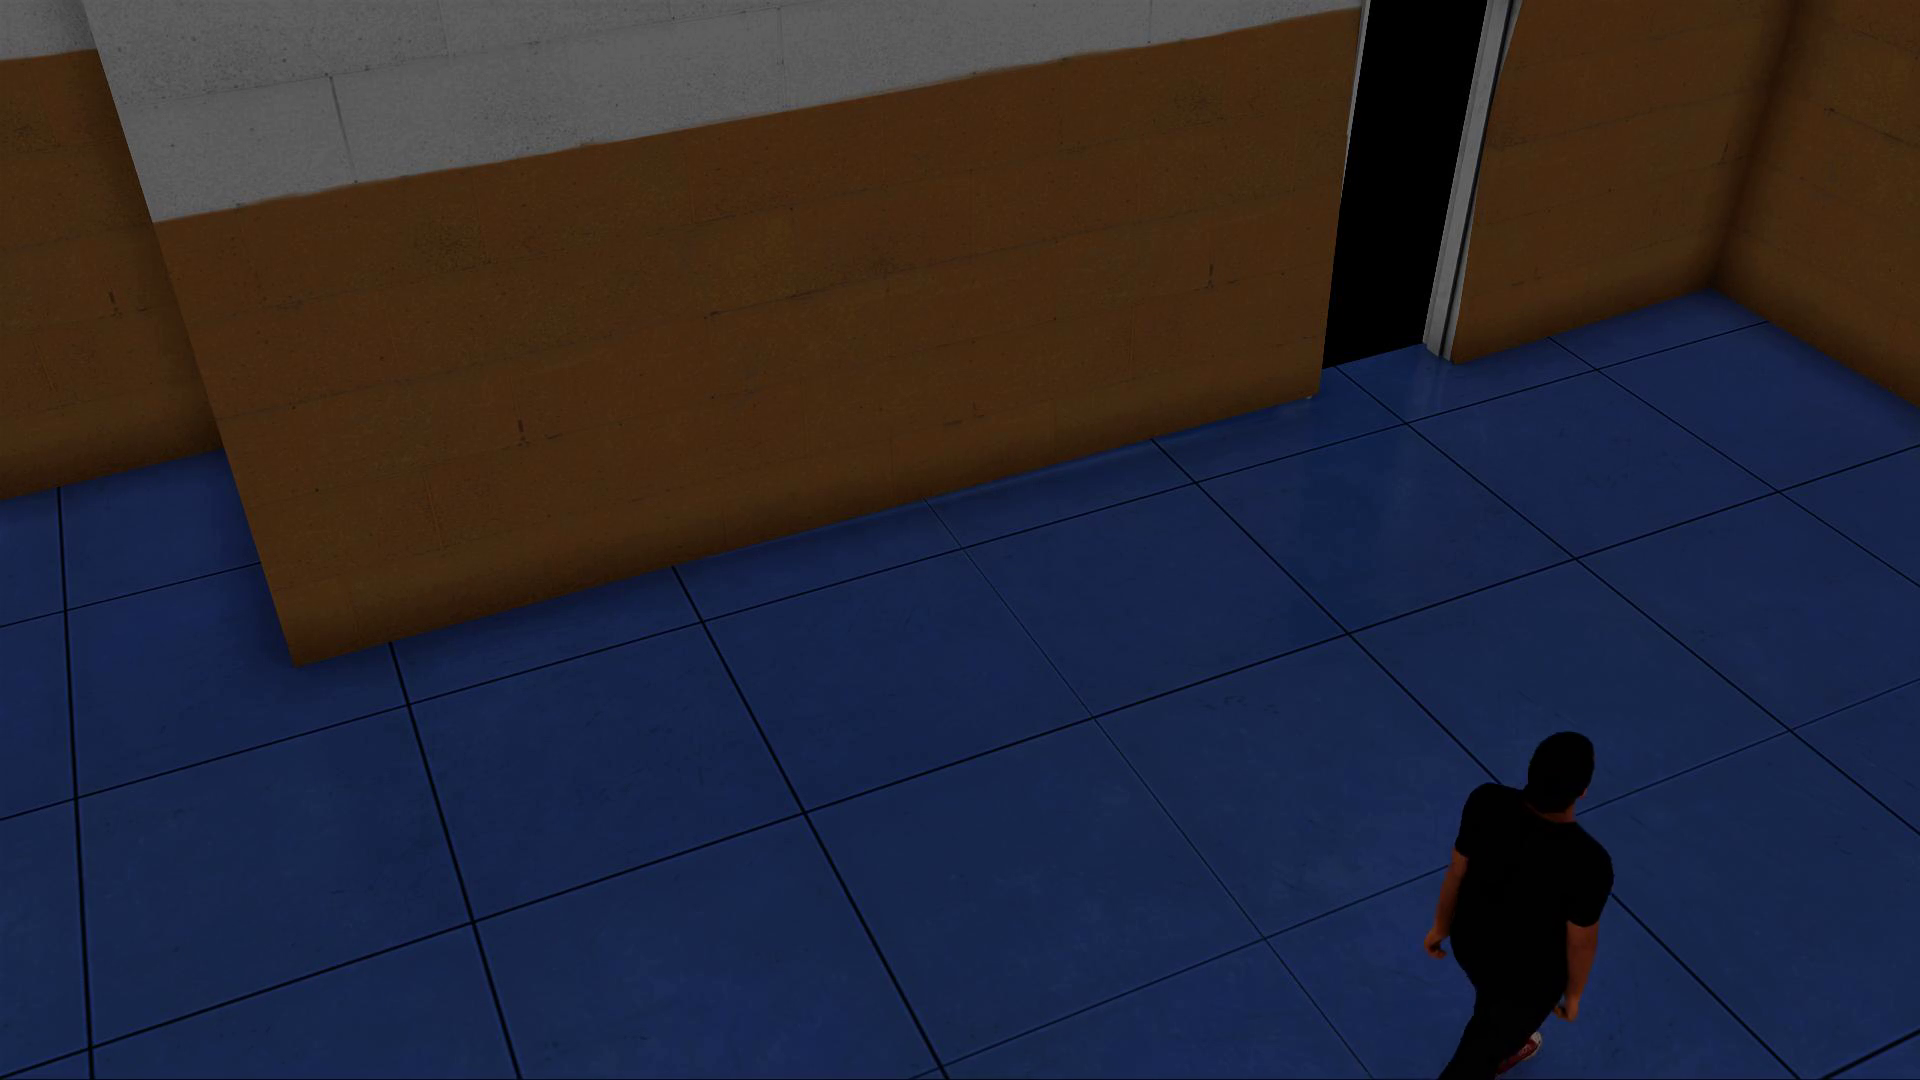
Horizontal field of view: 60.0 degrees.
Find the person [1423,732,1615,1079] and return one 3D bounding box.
[{"bbox_3d":[1.604,1.300,5.024,0.867,1.732,1.151,-25,43,-29],"label":"person"}]
